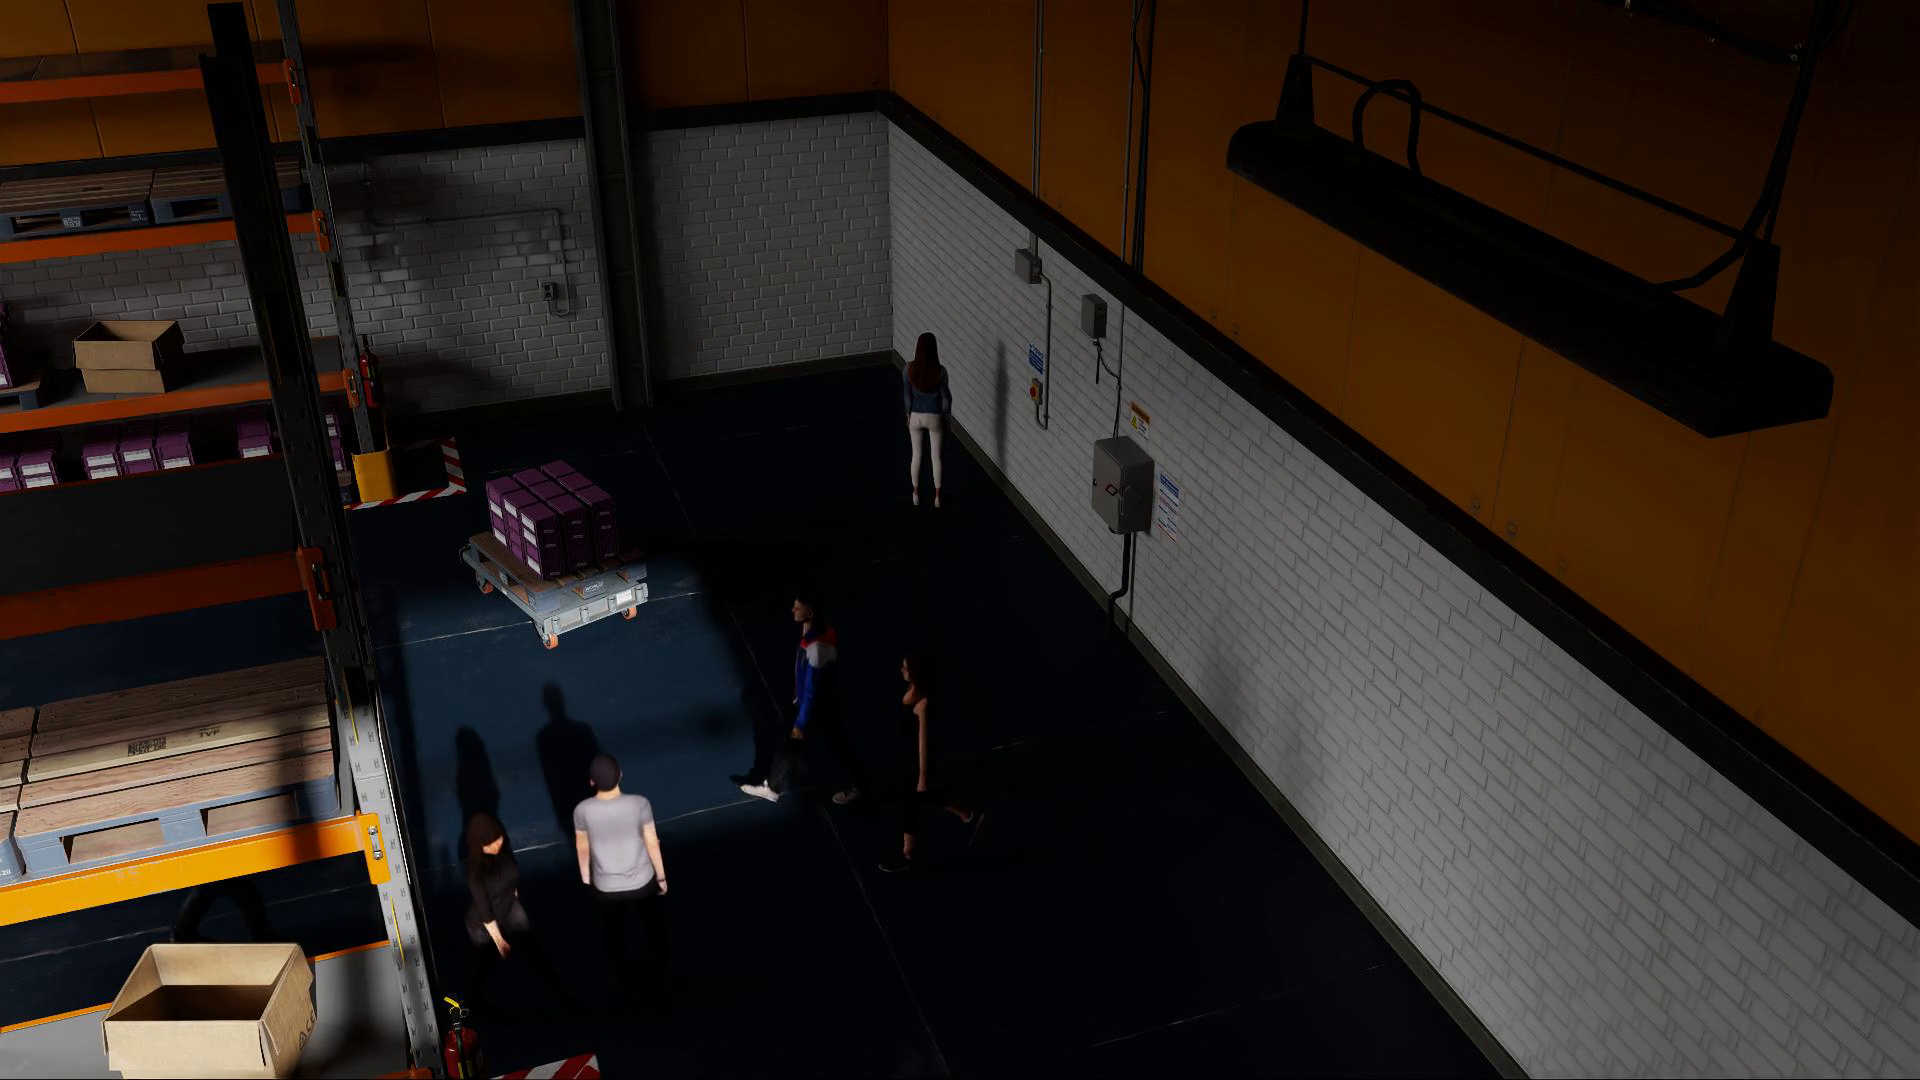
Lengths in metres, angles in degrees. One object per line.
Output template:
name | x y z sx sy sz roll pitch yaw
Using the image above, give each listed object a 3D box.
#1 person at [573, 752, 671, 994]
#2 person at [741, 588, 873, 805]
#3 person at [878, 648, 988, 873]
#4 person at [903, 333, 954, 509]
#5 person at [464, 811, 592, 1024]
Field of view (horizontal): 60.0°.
person | -1.974 1.988 9.666 0.648 1.747 0.754 -3 29 -5
person | -0.878 1.113 11.307 1.169 1.711 0.765 -6 29 -10
person | -0.174 1.426 10.737 1.013 1.707 0.701 -4 29 -6
person | -0.301 -1.106 15.384 0.648 1.702 0.749 7 29 13
person | -2.734 2.165 9.498 1.042 1.597 0.947 9 30 15
